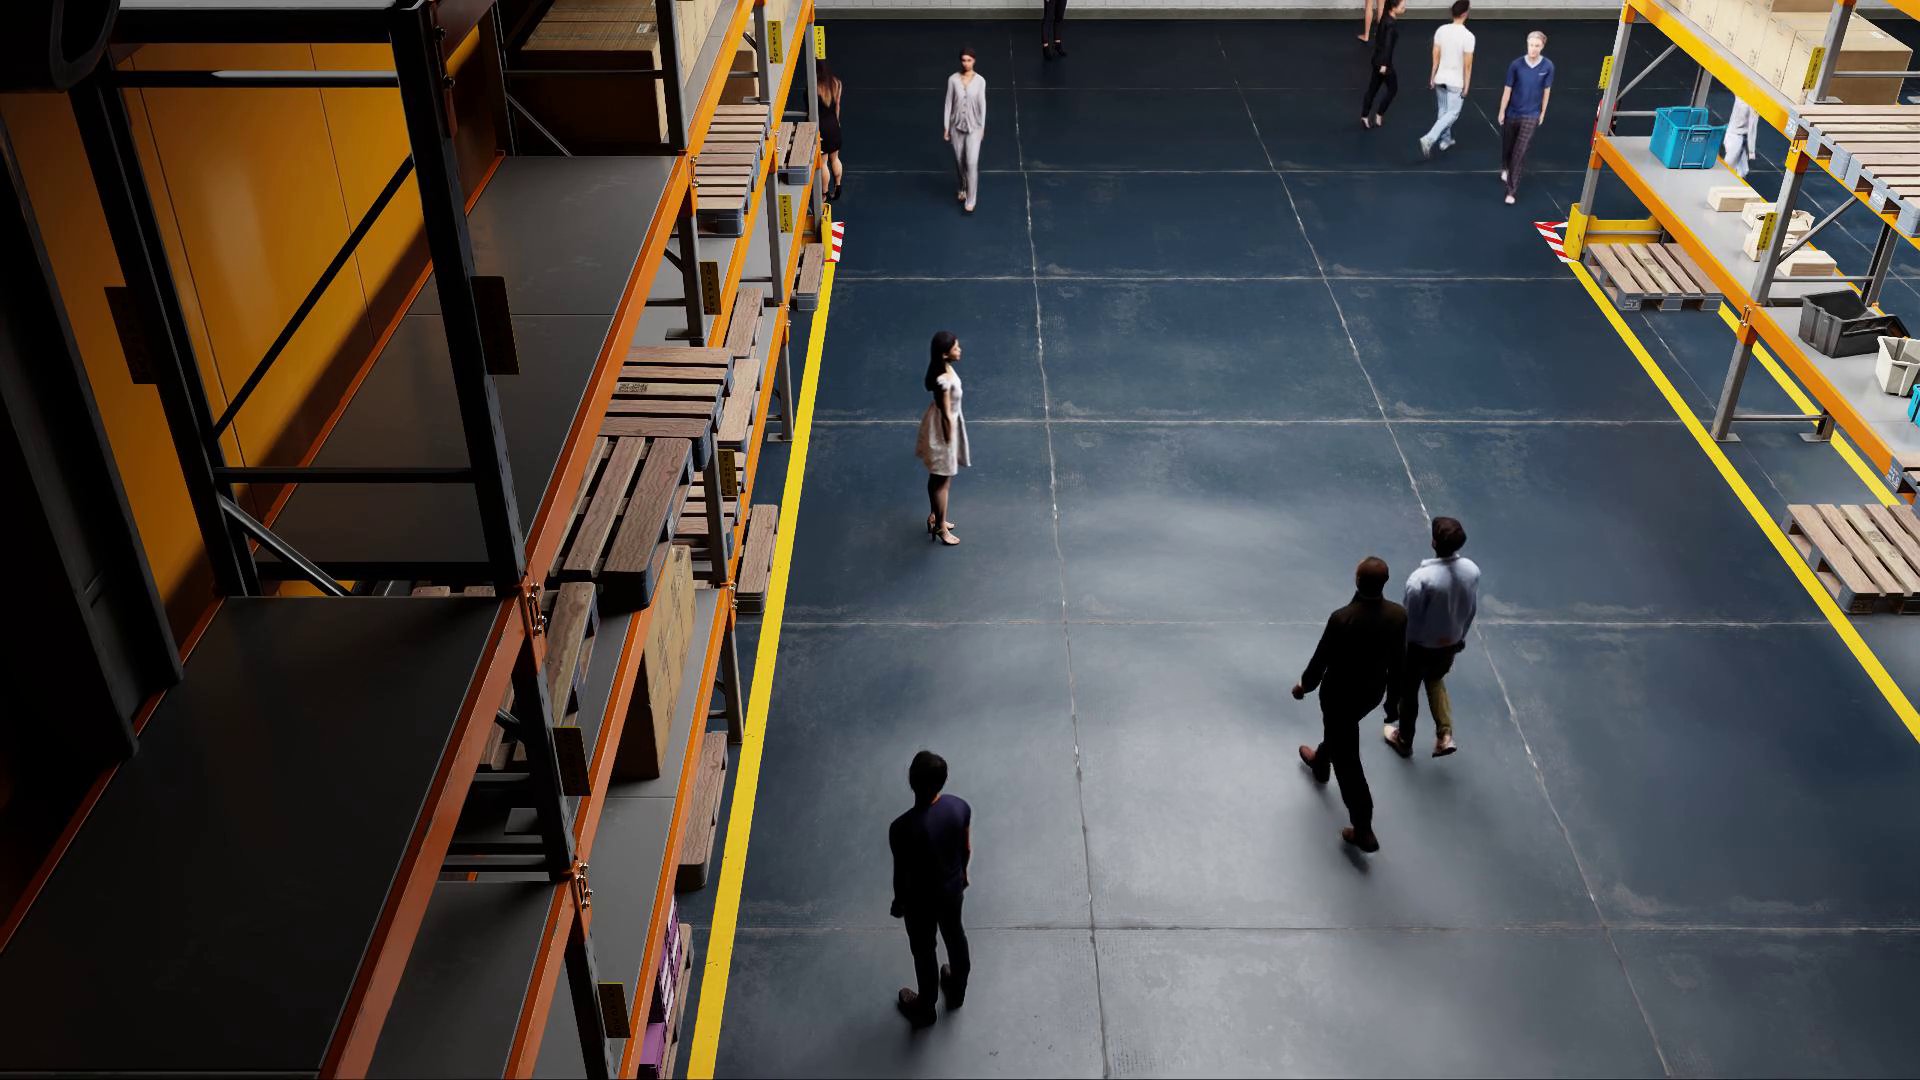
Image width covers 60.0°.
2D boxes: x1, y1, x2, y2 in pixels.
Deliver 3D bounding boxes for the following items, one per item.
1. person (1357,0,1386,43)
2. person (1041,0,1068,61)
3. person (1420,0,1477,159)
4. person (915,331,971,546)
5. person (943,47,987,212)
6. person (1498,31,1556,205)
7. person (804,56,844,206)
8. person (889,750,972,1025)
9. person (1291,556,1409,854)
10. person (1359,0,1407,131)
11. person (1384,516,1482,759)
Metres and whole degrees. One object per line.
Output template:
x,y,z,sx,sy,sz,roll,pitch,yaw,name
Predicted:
5.917,-7.957,23.544,0.654,1.728,0.634,-9,35,-13,person
1.316,-7.553,22.917,0.708,1.749,0.753,-25,41,-32,person
5.741,-5.412,19.615,1.159,1.839,1.135,-26,41,-33,person
-0.116,-0.789,12.719,0.726,1.774,0.595,-3,34,-5,person
0.055,-4.596,18.472,0.678,1.746,0.930,4,34,7,person
6.311,-4.786,18.681,0.942,1.831,1.272,11,35,17,person
-1.491,-4.535,18.406,0.813,1.716,0.731,23,40,31,person
-0.138,1.836,8.752,0.717,1.793,0.728,-21,39,-28,person
2.390,1.000,9.952,1.007,1.858,1.411,-10,35,-15,person
5.109,-5.813,20.344,0.723,1.700,0.570,-1,34,-2,person
3.010,0.690,10.472,0.830,1.798,0.924,-11,35,-16,person
